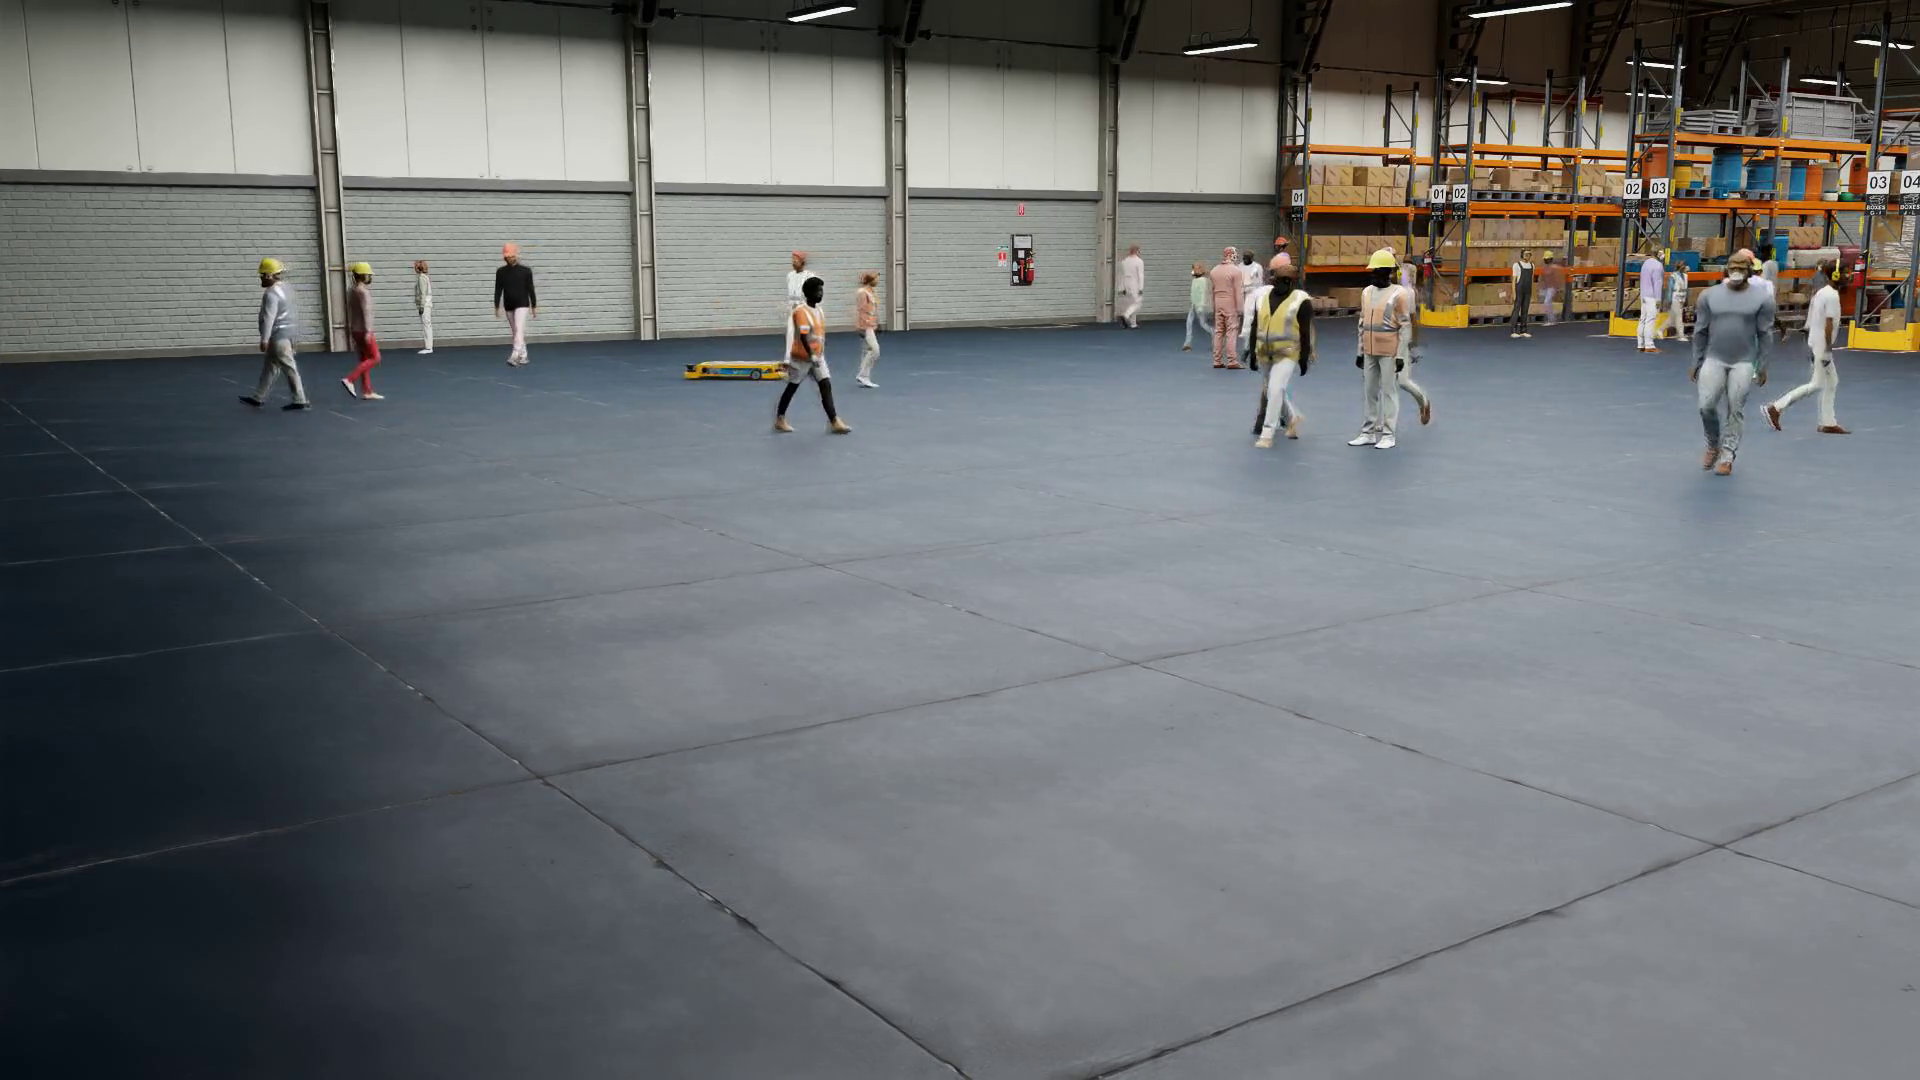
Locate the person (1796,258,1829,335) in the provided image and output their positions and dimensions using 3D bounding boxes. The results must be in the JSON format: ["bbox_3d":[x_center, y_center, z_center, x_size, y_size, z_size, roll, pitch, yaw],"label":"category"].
[{"bbox_3d":[17.858,-5.051,34.634,0.801,1.593,0.526,-4,11,-21],"label":"person"}]

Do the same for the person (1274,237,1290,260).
[{"bbox_3d":[7.545,-6.110,39.249,0.374,2.043,0.614,6,12,30],"label":"person"}]

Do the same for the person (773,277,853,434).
[{"bbox_3d":[-1.589,-1.925,17.402,0.903,1.646,0.527,6,12,29],"label":"person"}]

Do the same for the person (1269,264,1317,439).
[{"bbox_3d":[3.336,-1.975,17.295,0.581,1.787,0.994,-2,11,-12],"label":"person"}]

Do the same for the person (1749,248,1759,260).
[{"bbox_3d":[15.440,-4.786,32.543,0.429,1.843,0.633,7,13,35],"label":"person"}]

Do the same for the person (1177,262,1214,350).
[{"bbox_3d":[4.371,-4.239,30.187,0.769,1.602,0.507,-3,11,-15],"label":"person"}]

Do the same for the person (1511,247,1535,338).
[{"bbox_3d":[11.485,-5.038,33.915,0.507,1.846,0.345,-4,11,-21],"label":"person"}]

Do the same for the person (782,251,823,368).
[{"bbox_3d":[-2.401,-3.490,25.464,0.591,1.841,0.970,7,13,34],"label":"person"}]

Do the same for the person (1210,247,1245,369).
[{"bbox_3d":[4.198,-3.619,25.979,0.409,1.904,0.640,-8,13,-37],"label":"person"}]

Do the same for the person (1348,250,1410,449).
[{"bbox_3d":[4.098,-1.850,16.212,0.383,1.928,0.588,-7,12,-32],"label":"person"}]

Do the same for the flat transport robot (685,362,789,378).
[{"bbox_3d":[-3.227,-2.482,24.216,1.431,0.197,0.652,1,10,5],"label":"flat transport robot"}]

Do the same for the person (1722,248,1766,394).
[{"bbox_3d":[10.060,-2.784,21.392,0.542,1.918,0.700,2,10,8],"label":"person"}]

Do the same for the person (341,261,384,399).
[{"bbox_3d":[-7.553,-2.621,20.931,0.483,1.756,0.528,-8,13,-38],"label":"person"}]

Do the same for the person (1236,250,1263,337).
[{"bbox_3d":[5.982,-5.092,34.356,0.642,1.806,0.833,8,13,37],"label":"person"}]

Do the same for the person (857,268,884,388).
[{"bbox_3d":[-1.225,-2.870,22.607,0.369,1.623,0.541,2,11,12],"label":"person"}]

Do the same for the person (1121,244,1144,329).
[{"bbox_3d":[3.811,-5.609,36.914,0.622,1.893,0.650,-7,13,-36],"label":"person"}]

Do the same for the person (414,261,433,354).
[{"bbox_3d":[-9.468,-4.105,29.364,0.308,1.641,0.517,-3,11,-14],"label":"person"}]

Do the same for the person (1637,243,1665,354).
[{"bbox_3d":[12.230,-4.262,29.415,0.376,1.936,0.627,0,10,-1],"label":"person"}]

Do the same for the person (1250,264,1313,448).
[{"bbox_3d":[3.194,-1.826,16.430,0.628,1.804,0.865,9,13,40],"label":"person"}]

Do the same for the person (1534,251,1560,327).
[{"bbox_3d":[13.472,-5.752,38.146,0.671,1.733,0.531,-3,11,-16],"label":"person"}]

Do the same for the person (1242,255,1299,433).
[{"bbox_3d":[3.379,-2.086,17.714,0.568,1.856,1.114,10,14,42],"label":"person"}]

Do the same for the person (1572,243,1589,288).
[{"bbox_3d":[15.943,-6.703,42.933,0.345,1.882,0.584,-7,13,-35],"label":"person"}]

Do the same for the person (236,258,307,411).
[{"bbox_3d":[-8.156,-2.397,19.558,0.872,1.793,0.621,-2,10,-9],"label":"person"}]

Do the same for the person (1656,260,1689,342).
[{"bbox_3d":[14.180,-4.749,32.975,0.522,1.610,0.763,-7,12,-34],"label":"person"}]

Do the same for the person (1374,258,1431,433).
[{"bbox_3d":[4.671,-2.053,17.559,0.760,1.837,0.573,-7,12,-34],"label":"person"}]

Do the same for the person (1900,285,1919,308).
[{"bbox_3d":[19.204,-4.977,33.364,0.631,1.932,0.372,4,11,23],"label":"person"}]

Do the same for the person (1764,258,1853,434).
[{"bbox_3d":[8.946,-2.019,17.398,0.807,1.846,0.524,4,11,20],"label":"person"}]

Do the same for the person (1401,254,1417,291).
[{"bbox_3d":[11.454,-6.528,42.687,0.494,1.624,0.279,4,11,21],"label":"person"}]

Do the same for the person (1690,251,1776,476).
[{"bbox_3d":[6.648,-1.513,14.353,0.652,1.928,0.435,6,12,31],"label":"person"}]

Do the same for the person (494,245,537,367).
[{"bbox_3d":[-7.146,-3.754,26.656,0.633,1.928,1.046,2,10,9],"label":"person"}]

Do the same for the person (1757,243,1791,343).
[{"bbox_3d":[15.408,-4.667,31.635,0.634,1.939,0.756,-8,13,-37],"label":"person"}]

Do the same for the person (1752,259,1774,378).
[{"bbox_3d":[11.454,-3.180,24.046,0.543,1.735,0.811,6,12,29],"label":"person"}]

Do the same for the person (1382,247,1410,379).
[{"bbox_3d":[6.186,-3.279,24.113,0.399,1.905,0.642,-7,12,-34],"label":"person"}]
